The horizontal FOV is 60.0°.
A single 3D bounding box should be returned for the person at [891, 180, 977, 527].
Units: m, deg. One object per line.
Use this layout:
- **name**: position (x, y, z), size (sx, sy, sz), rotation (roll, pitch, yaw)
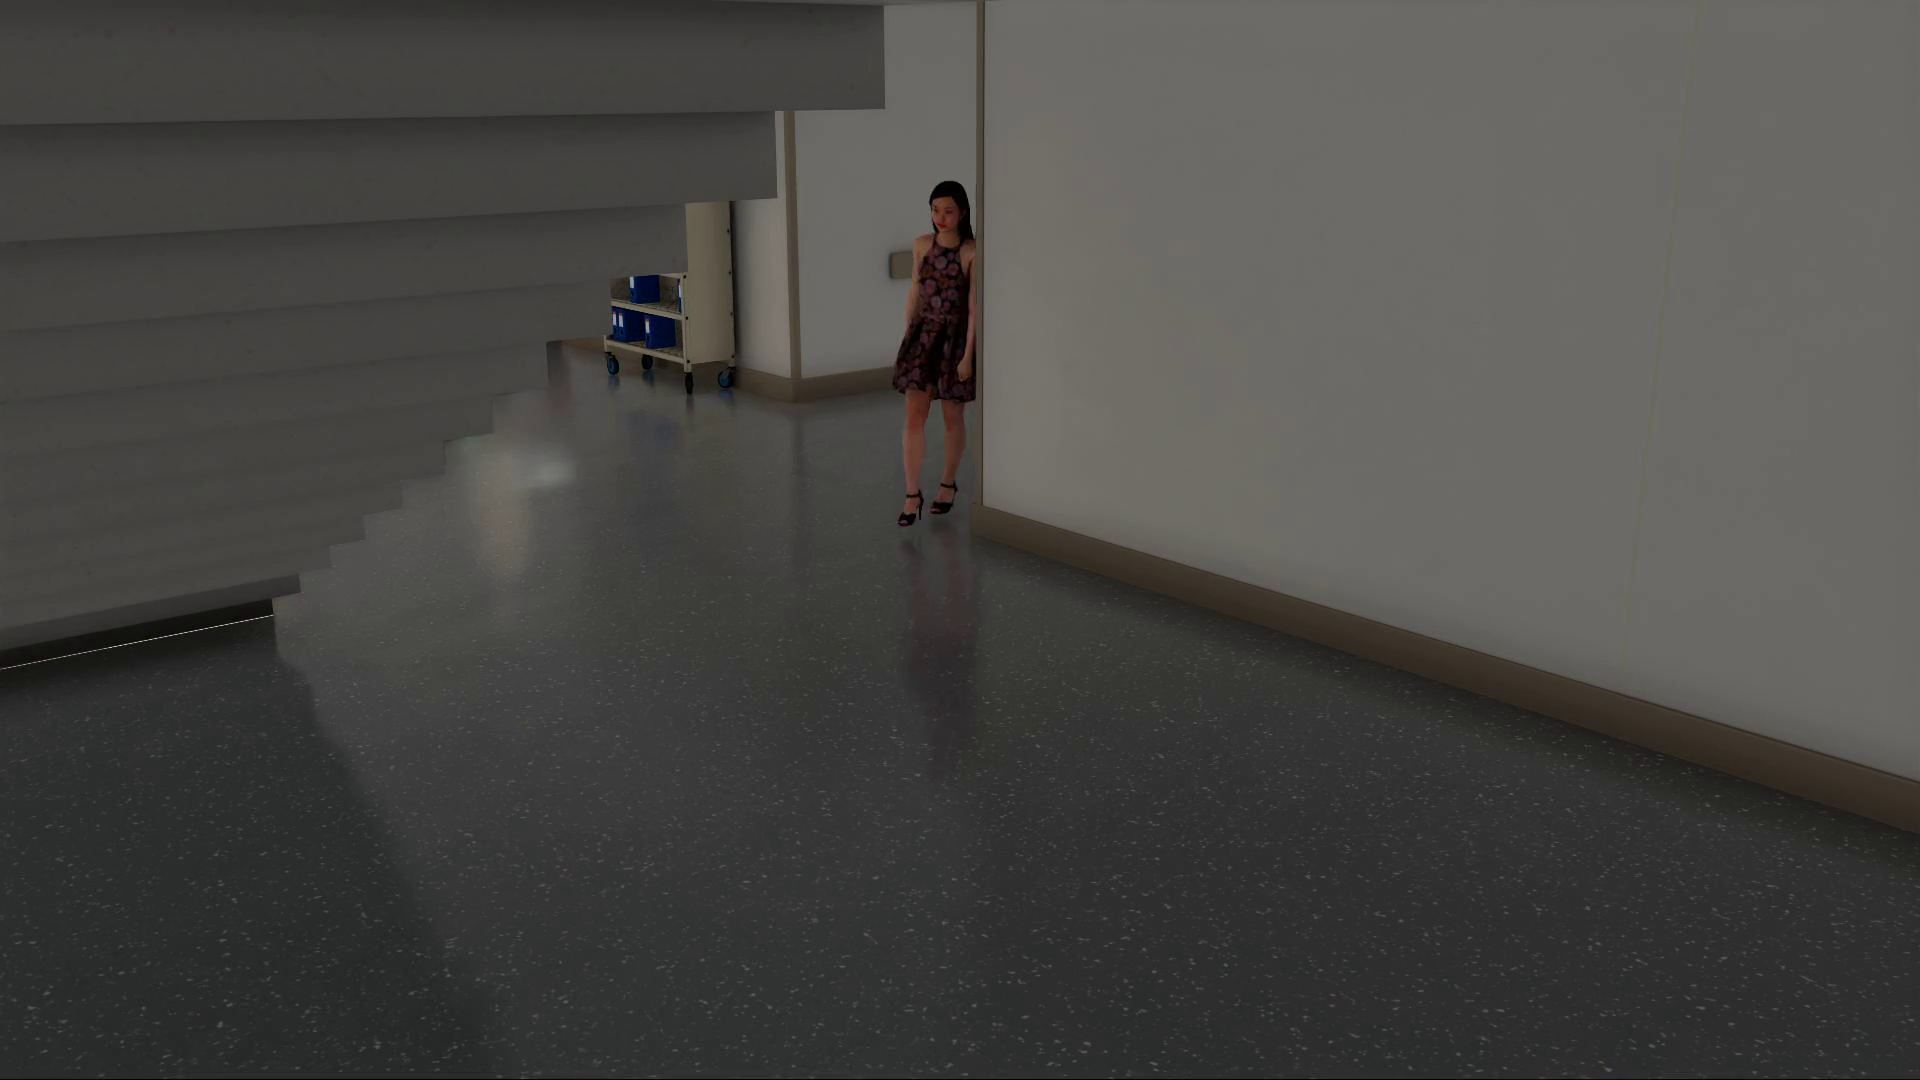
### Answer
- **person**: position (-0.036, -0.943, 8.514), size (0.895, 1.737, 0.917), rotation (8, 17, 25)
